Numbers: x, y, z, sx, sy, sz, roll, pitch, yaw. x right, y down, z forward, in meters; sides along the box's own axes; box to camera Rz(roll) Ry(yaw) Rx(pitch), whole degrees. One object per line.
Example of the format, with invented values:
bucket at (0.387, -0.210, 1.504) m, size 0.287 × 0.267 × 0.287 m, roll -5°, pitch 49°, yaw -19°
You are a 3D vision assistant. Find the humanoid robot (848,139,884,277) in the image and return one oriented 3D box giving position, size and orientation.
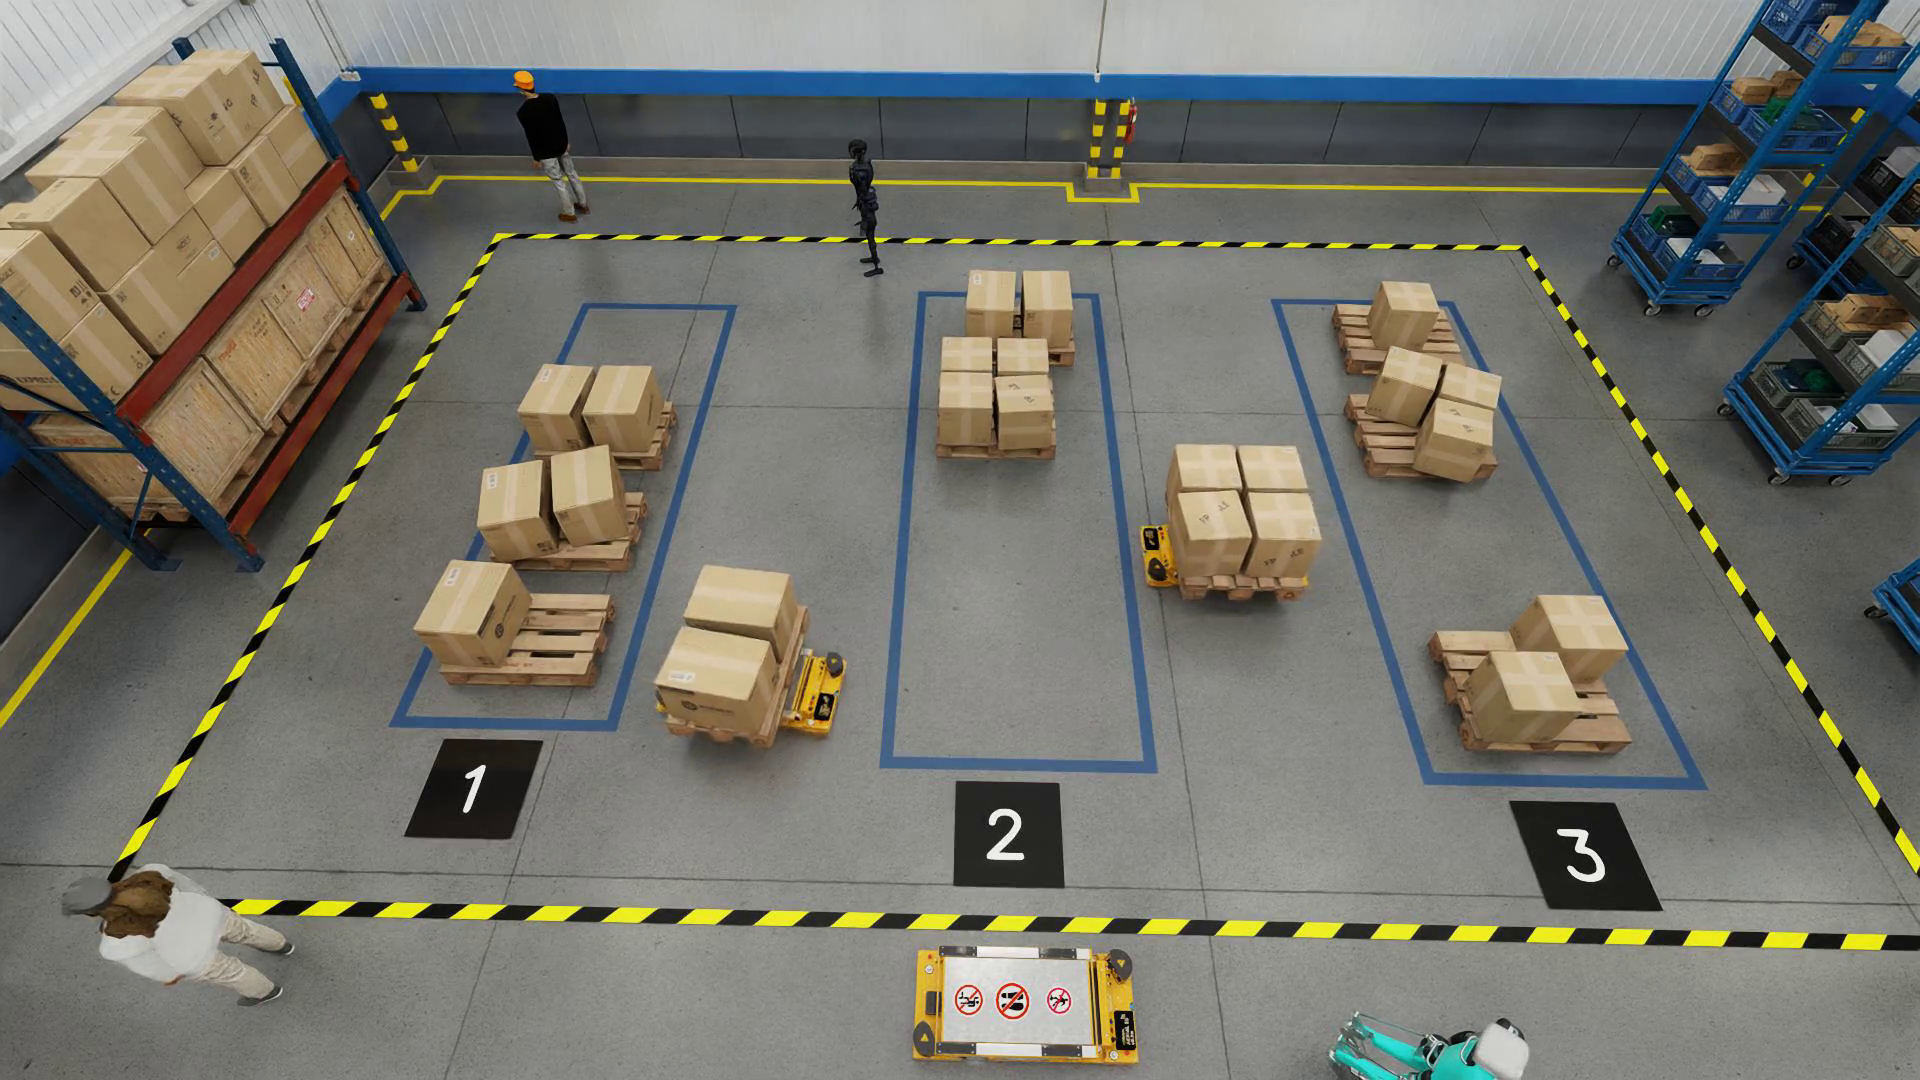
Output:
humanoid robot at (-1.114, -3.882, 10.734) m, size 0.315 × 1.654 × 0.599 m, roll -7°, pitch 51°, yaw -6°

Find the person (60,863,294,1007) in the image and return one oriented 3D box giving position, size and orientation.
person at (-4.672, 2.401, 5.560) m, size 0.397 × 1.768 × 0.561 m, roll -5°, pitch 51°, yaw -4°

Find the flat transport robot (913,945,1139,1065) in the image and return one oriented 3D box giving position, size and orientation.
flat transport robot at (0.422, 3.041, 6.007) m, size 1.431 × 0.231 × 0.659 m, roll 1°, pitch 51°, yaw 1°

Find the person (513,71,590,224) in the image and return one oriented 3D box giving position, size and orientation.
person at (-5.099, -4.871, 11.418) m, size 0.382 × 1.879 × 0.585 m, roll 25°, pitch 55°, yaw 19°

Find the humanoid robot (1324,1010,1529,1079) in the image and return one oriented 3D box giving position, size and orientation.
humanoid robot at (2.452, 2.855, 5.122) m, size 0.533 × 1.681 × 0.735 m, roll -37°, pitch 60°, yaw -26°

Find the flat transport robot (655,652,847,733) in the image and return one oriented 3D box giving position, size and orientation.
flat transport robot at (-1.706, 1.166, 7.518) m, size 1.431 × 0.197 × 0.652 m, roll 6°, pitch 51°, yaw 5°

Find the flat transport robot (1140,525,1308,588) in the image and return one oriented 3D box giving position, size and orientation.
flat transport robot at (2.403, 0.118, 8.372) m, size 1.431 × 0.197 × 0.652 m, roll 1°, pitch 51°, yaw 1°
